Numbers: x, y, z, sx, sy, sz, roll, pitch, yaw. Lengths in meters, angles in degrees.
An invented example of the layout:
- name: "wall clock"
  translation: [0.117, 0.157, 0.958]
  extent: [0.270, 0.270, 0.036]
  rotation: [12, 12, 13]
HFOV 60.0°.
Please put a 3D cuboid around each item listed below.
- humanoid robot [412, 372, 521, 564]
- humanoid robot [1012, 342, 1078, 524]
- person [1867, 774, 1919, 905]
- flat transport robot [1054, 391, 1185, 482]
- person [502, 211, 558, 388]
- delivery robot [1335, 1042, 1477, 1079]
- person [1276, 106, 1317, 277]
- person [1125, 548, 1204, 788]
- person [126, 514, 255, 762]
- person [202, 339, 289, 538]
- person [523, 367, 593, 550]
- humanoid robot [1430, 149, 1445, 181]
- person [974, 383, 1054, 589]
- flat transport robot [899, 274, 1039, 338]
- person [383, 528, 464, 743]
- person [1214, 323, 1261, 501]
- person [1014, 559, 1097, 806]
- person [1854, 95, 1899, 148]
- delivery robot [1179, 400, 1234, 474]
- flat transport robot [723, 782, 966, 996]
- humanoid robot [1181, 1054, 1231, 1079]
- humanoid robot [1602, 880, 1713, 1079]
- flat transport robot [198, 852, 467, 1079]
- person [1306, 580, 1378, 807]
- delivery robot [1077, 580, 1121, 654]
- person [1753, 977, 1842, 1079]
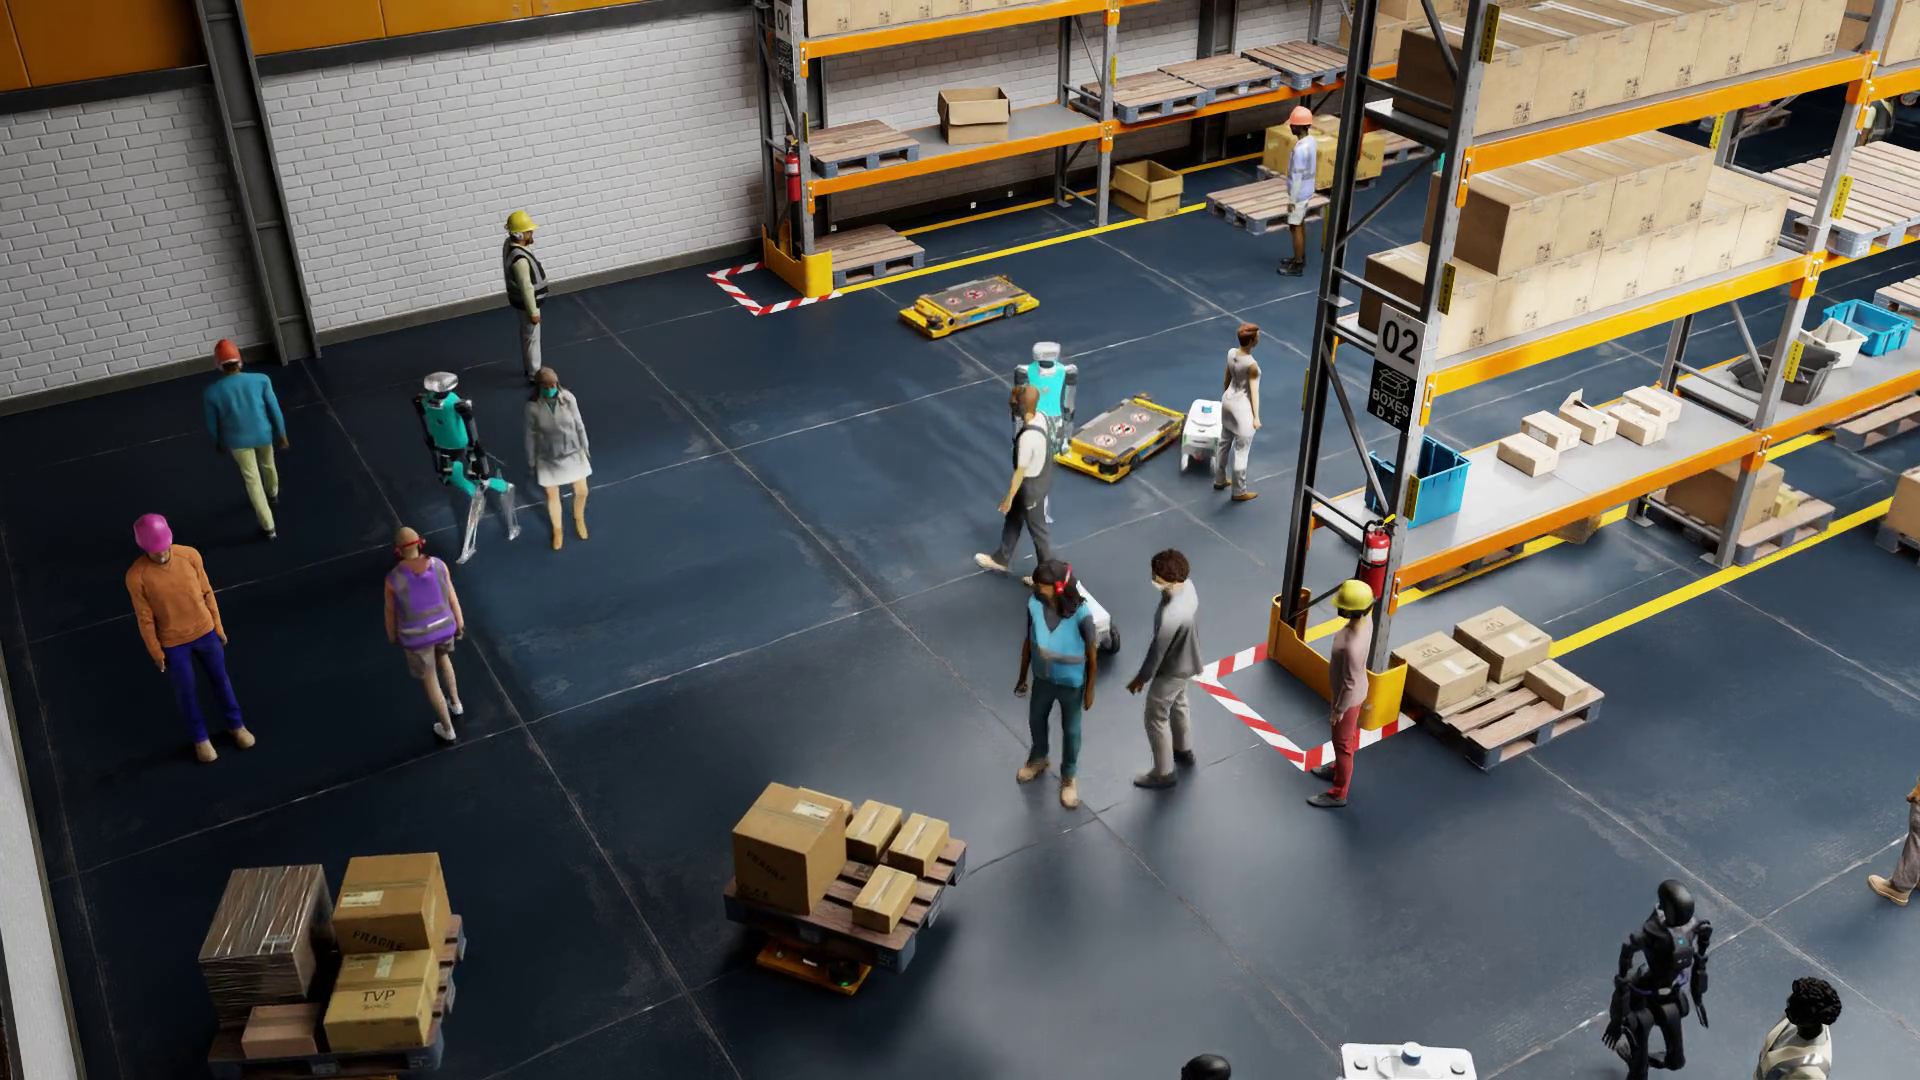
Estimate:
- name: "humanoid robot"
  translation: [-4.006, -0.684, 13.834]
  extent: [0.538, 1.799, 0.854]
  rotation: [11, 34, 17]
- name: "humanoid robot"
  translation: [0.694, -0.934, 14.213]
  extent: [0.547, 1.805, 0.692]
  rotation: [-1, 32, -2]
- name: "person"
  translation: [6.076, 1.500, 10.268]
  extent: [0.469, 1.781, 0.303]
  rotation: [-14, 35, -21]
- name: "flat transport robot"
  translation: [1.565, -0.979, 15.645]
  extent: [0.659, 0.231, 1.431]
  rotation: [23, 39, 32]
- name: "person"
  translation: [-4.257, -2.378, 16.417]
  extent: [0.403, 1.826, 0.594]
  rotation: [-11, 34, -17]
- name: "delivery robot"
  translation: [2.448, 2.988, 9.068]
  extent: [0.818, 0.614, 0.499]
  rotation: [2, 32, 3]
- name: "person"
  translation: [3.806, -3.952, 18.837]
  extent: [0.409, 1.925, 0.552]
  rotation: [11, 34, 17]
- name: "person"
  translation: [1.429, 0.838, 11.233]
  extent: [0.453, 1.884, 0.588]
  rotation: [12, 34, 19]
- name: "person"
  translation: [-5.331, 0.656, 11.441]
  extent: [0.517, 1.973, 0.400]
  rotation: [-27, 41, -36]
- name: "person"
  translation: [-6.078, -0.915, 14.188]
  extent: [0.588, 1.697, 0.915]
  rotation: [-18, 36, -27]
- name: "person"
  translation: [-3.356, -0.690, 13.875]
  extent: [0.537, 1.655, 0.366]
  rotation: [-12, 34, -18]
- name: "humanoid robot"
  translation: [5.610, -3.804, 18.766]
  extent: [0.978, 1.732, 0.539]
  rotation: [-26, 40, -35]
- name: "person"
  translation: [0.442, -0.432, 13.316]
  extent: [0.842, 1.810, 0.522]
  rotation: [7, 33, 11]
- name: "flat transport robot"
  translation: [0.106, -2.565, 18.174]
  extent: [1.431, 0.231, 0.659]
  rotation: [-21, 38, -29]
- name: "person"
  translation: [-3.785, 0.644, 11.735]
  extent: [0.484, 1.674, 0.578]
  rotation: [-26, 40, -35]
- name: "person"
  translation: [2.464, -1.130, 14.574]
  extent: [0.285, 1.661, 0.442]
  rotation: [-17, 36, -25]
- name: "person"
  translation: [0.654, 0.927, 11.123]
  extent: [0.580, 1.853, 0.398]
  rotation: [15, 35, 23]
- name: "person"
  translation: [11.013, -4.737, 20.168]
  extent: [0.564, 1.837, 0.379]
  rotation: [-25, 40, -34]
- name: "delivery robot"
  translation: [2.275, -1.003, 15.430]
  extent: [0.499, 0.612, 0.789]
  rotation: [8, 33, 13]
- name: "flat transport robot"
  translation: [-0.660, 2.238, 10.514]
  extent: [0.659, 0.231, 1.431]
  rotation: [13, 34, 20]
- name: "humanoid robot"
  translation: [1.180, 3.033, 7.970]
  extent: [0.802, 1.623, 0.599]
  rotation: [-9, 33, -14]
- name: "humanoid robot"
  translation: [3.701, 2.442, 8.874]
  extent: [0.597, 1.635, 0.431]
  rotation: [-10, 33, -15]
- name: "flat transport robot"
  translation: [-3.521, 2.825, 9.579]
  extent: [0.659, 0.231, 1.431]
  rotation: [-3, 32, -4]
- name: "person"
  translation: [2.549, 1.010, 11.064]
  extent: [0.314, 1.767, 0.522]
  rotation: [9, 33, 14]
- name: "delivery robot"
  translation: [0.874, 0.592, 12.880]
  extent: [0.499, 0.604, 0.807]
  rotation: [-14, 35, -21]
- name: "person"
  translation: [4.075, 2.811, 8.264]
  extent: [0.319, 1.693, 0.531]
  rotation: [11, 34, 17]
